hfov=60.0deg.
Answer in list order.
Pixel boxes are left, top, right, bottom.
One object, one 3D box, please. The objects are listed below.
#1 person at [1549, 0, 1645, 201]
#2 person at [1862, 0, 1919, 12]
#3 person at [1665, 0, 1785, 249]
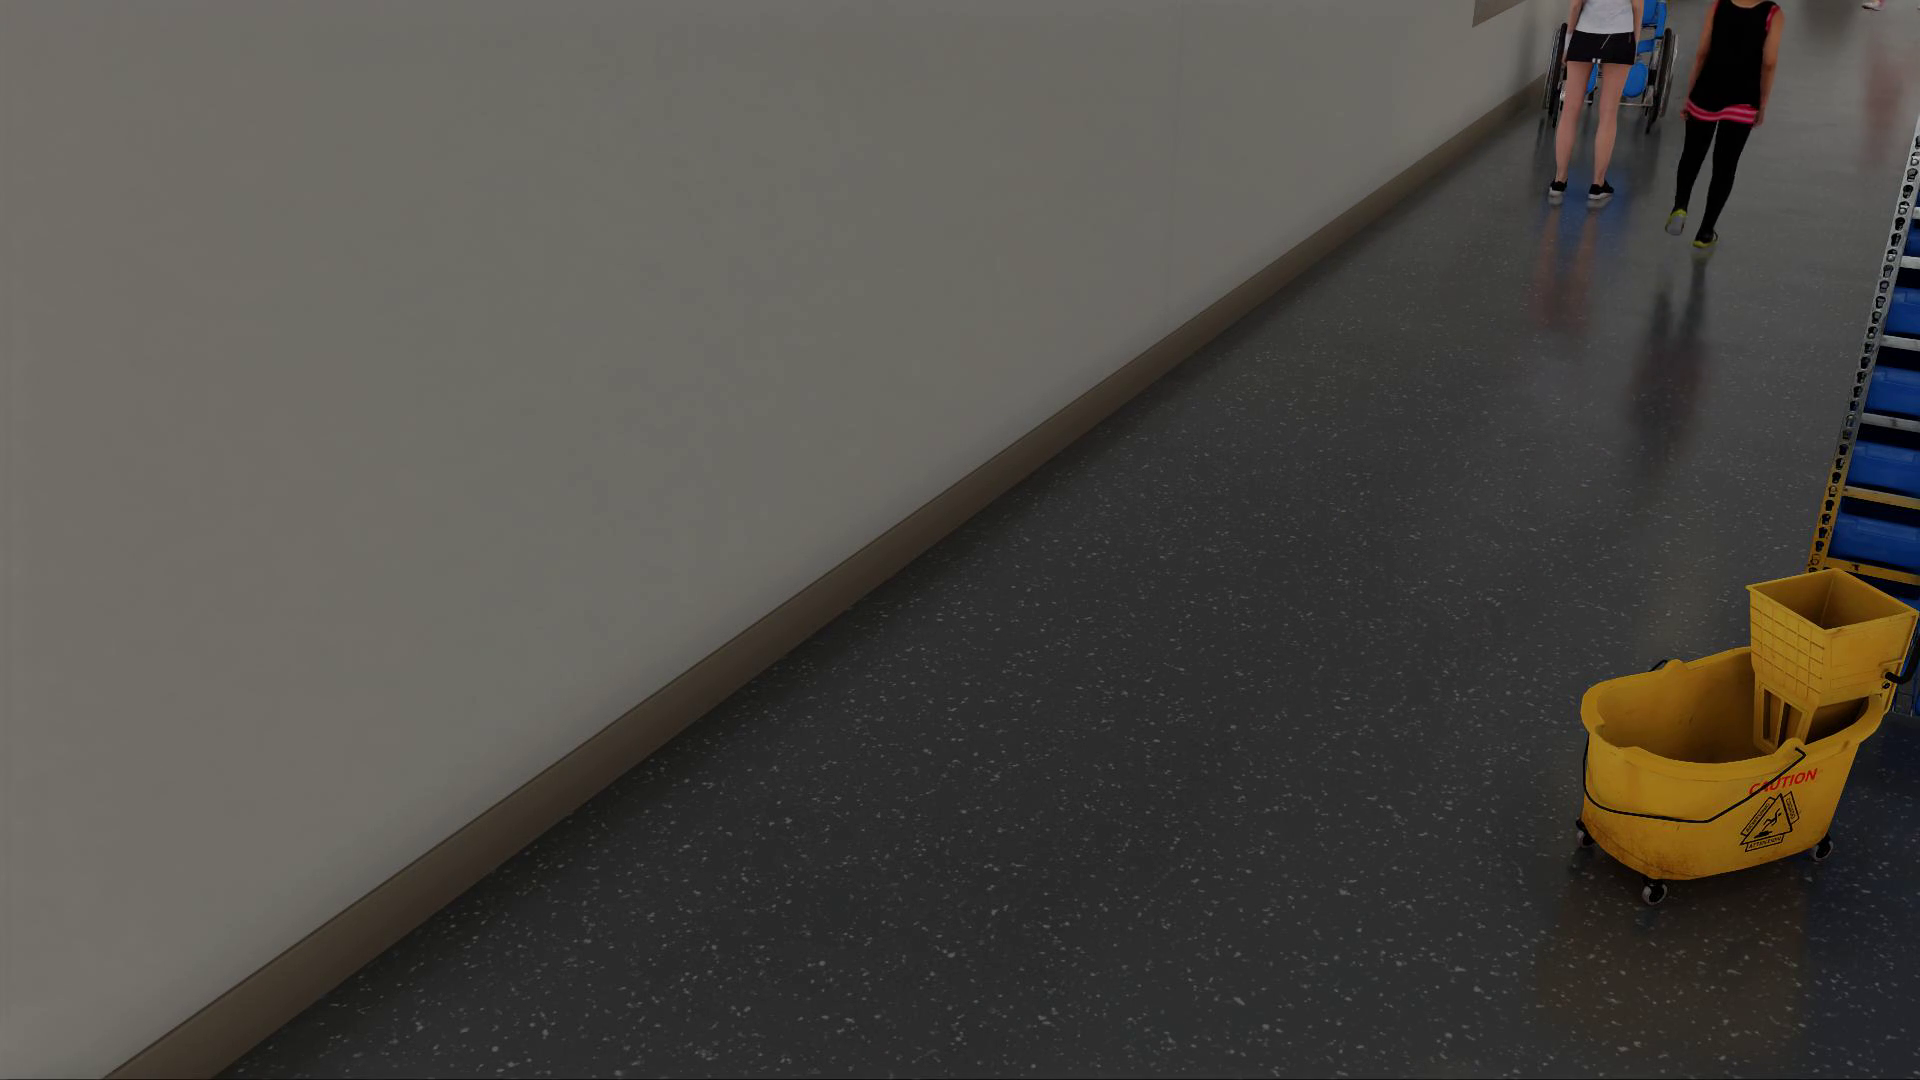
[{"bbox_3d":[3.685,-2.854,9.561,0.485,1.753,0.619,13,29,25],"label":"person"},{"bbox_3d":[9.406,-5.970,16.079,1.039,1.705,1.124,-12,28,-23],"label":"person"},{"bbox_3d":[3.920,-2.259,8.570,0.594,1.541,0.657,18,31,32],"label":"person"}]
